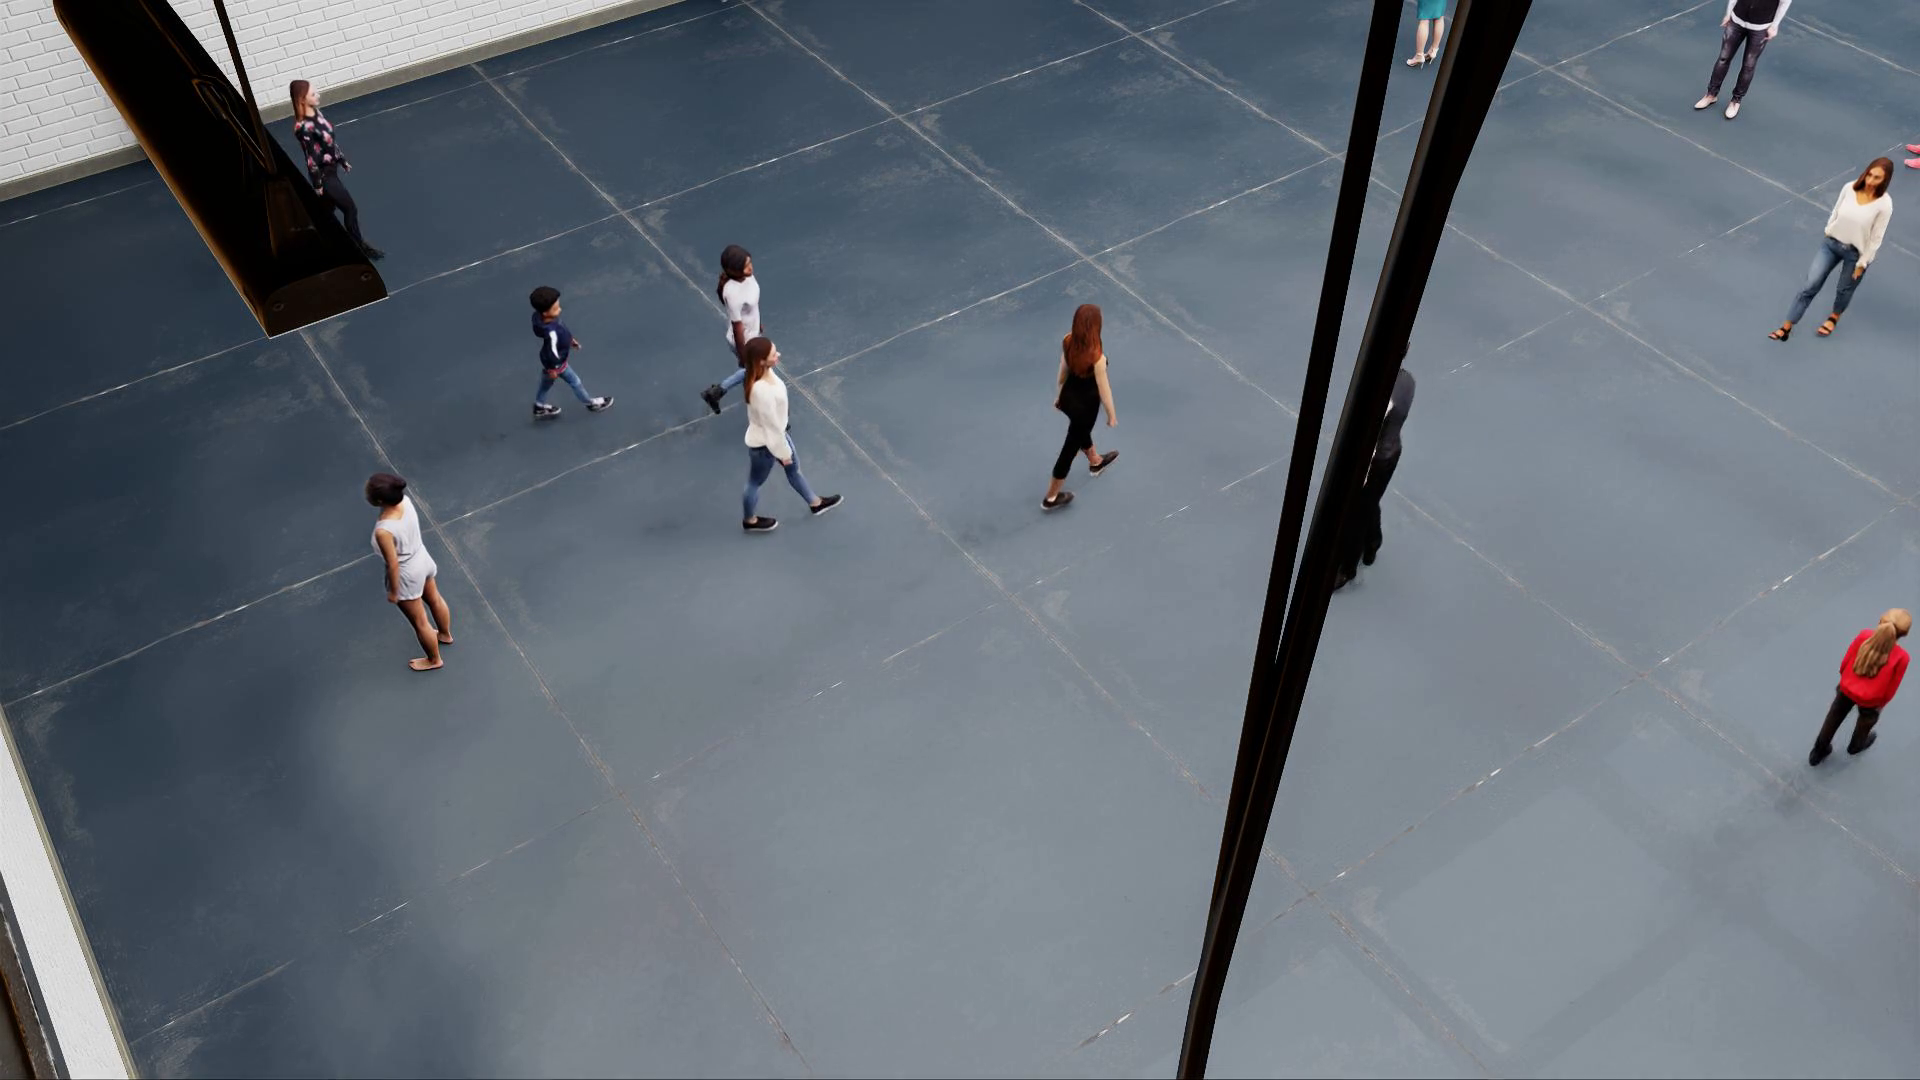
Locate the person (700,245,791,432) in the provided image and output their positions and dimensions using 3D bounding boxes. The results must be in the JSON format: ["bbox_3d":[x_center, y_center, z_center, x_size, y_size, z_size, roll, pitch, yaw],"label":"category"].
[{"bbox_3d":[-1.647,-1.470,12.280,1.009,1.701,0.905,1,44,1],"label":"person"}]

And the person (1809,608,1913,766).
[{"bbox_3d":[5.438,0.926,10.076,0.707,1.270,0.525,-27,50,-26],"label":"person"}]

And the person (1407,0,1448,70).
[{"bbox_3d":[4.733,-5.518,16.539,0.443,1.686,0.639,-21,47,-21],"label":"person"}]

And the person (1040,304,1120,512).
[{"bbox_3d":[0.759,-0.891,11.675,0.995,1.696,0.594,-26,50,-25],"label":"person"}]

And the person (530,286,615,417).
[{"bbox_3d":[-3.117,-1.387,12.565,0.907,1.186,0.690,-12,45,-13],"label":"person"}]

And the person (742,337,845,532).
[{"bbox_3d":[-1.417,-0.685,11.480,1.089,1.667,0.936,-4,44,-4],"label":"person"}]

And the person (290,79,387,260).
[{"bbox_3d":[-5.430,-3.080,13.995,0.877,1.665,0.774,-6,44,-6],"label":"person"}]

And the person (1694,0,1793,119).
[{"bbox_3d":[7.532,-4.920,15.813,0.742,1.823,0.685,31,52,28],"label":"person"}]

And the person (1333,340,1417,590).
[{"bbox_3d":[2.747,-0.481,11.104,0.984,1.890,0.711,15,46,15],"label":"person"}]

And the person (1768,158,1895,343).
[{"bbox_3d":[7.089,-2.314,13.202,1.004,1.650,0.646,-27,50,-25],"label":"person"}]

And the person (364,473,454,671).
[{"bbox_3d":[-3.517,0.183,10.611,0.723,1.608,0.668,5,44,5],"label":"person"}]
